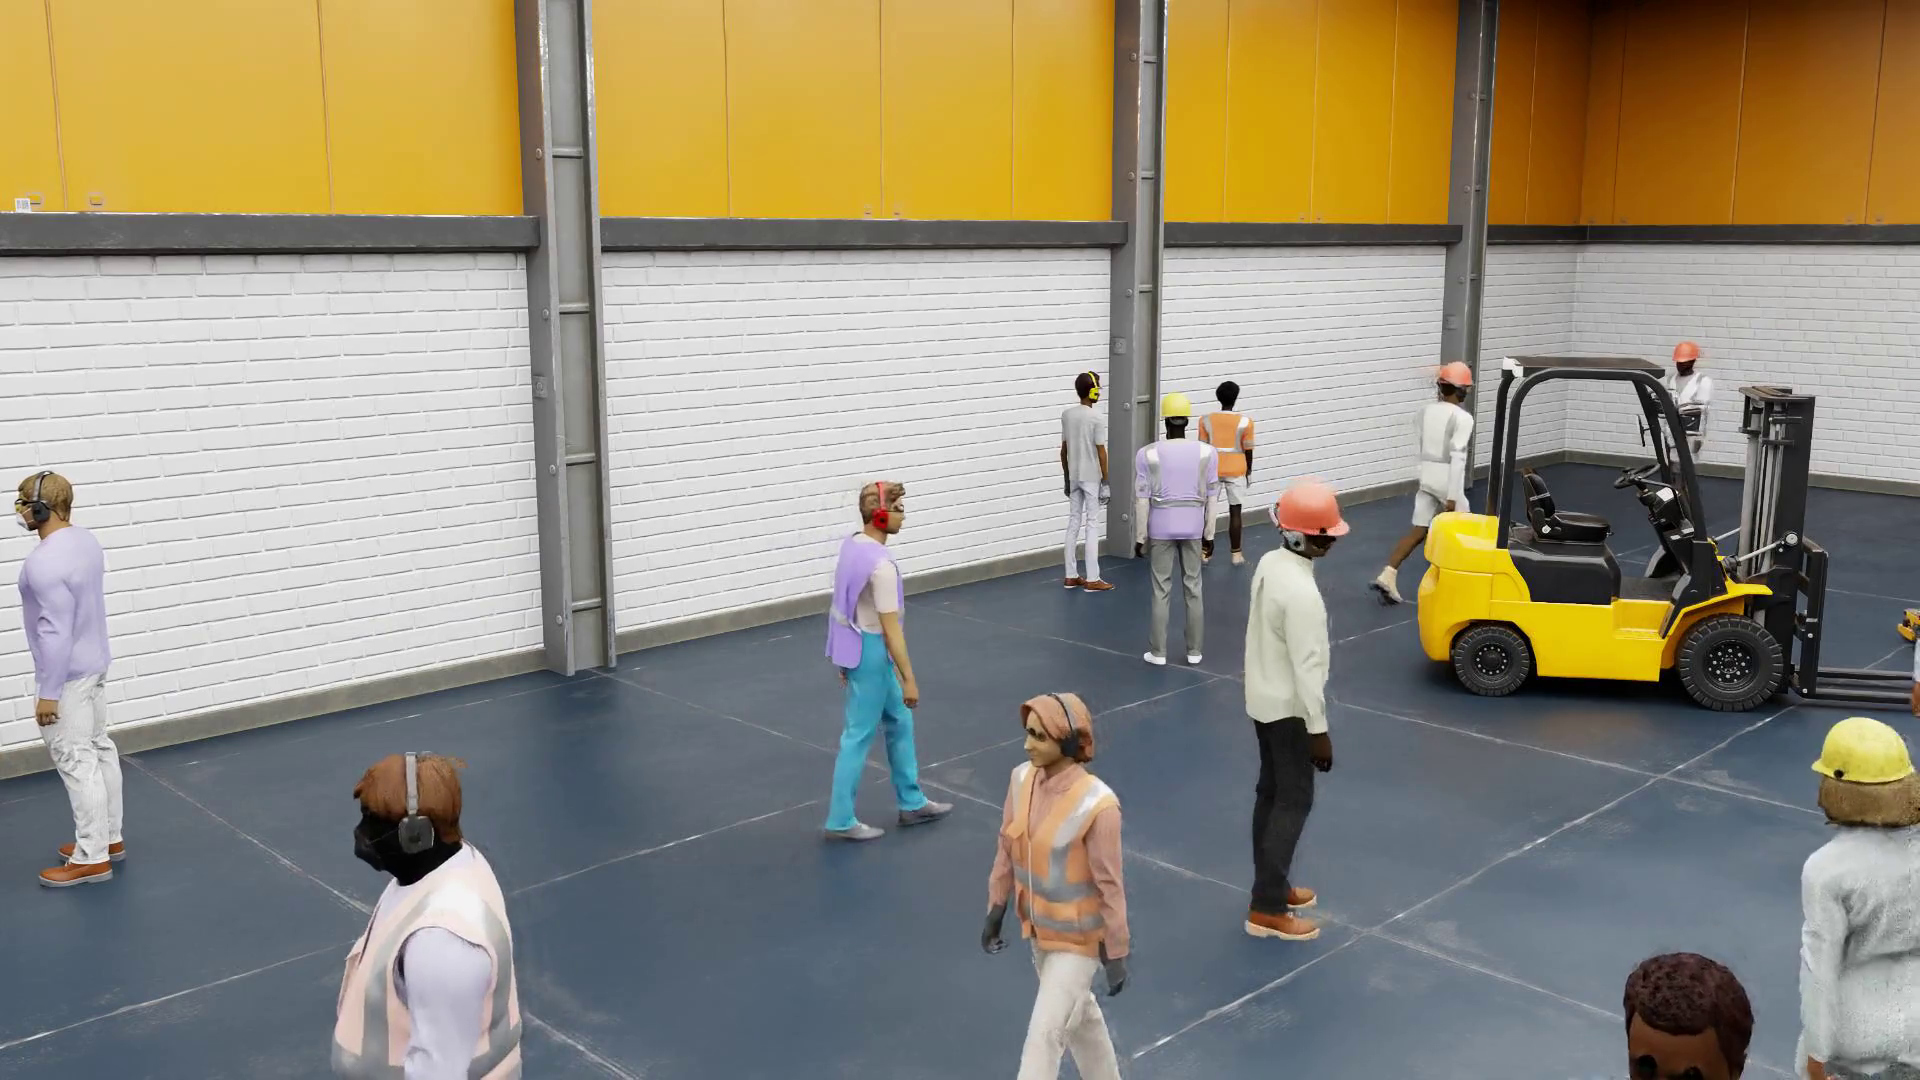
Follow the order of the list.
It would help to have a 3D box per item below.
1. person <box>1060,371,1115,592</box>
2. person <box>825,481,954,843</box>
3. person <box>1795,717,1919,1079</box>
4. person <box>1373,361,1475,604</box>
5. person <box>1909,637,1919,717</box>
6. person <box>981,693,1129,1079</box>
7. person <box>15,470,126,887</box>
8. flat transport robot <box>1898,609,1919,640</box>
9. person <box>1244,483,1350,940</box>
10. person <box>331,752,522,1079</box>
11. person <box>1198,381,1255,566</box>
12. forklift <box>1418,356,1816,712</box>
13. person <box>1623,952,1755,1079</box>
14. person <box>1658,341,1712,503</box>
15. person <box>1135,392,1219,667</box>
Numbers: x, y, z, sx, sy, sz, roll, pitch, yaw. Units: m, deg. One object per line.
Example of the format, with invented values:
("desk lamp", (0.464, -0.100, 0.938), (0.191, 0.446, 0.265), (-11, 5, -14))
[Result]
("person", (1.077, -0.495, 14.115), (0.328, 1.870, 0.513), (-10, 14, -43))
("person", (-0.316, 0.606, 8.248), (0.837, 1.810, 0.592), (-3, 11, -18))
("person", (2.533, 1.341, 4.525), (0.501, 1.708, 0.784), (-1, 10, -6))
("person", (3.859, -0.455, 13.549), (1.003, 2.002, 0.618), (-5, 12, -26))
("person", (4.664, 0.675, 7.562), (0.551, 1.929, 0.657), (-7, 13, -35))
("person", (0.267, 1.262, 5.290), (0.838, 1.591, 0.530), (-6, 12, -29))
("person", (-4.155, 0.637, 7.749), (0.357, 1.938, 0.637), (-2, 11, -11))
("flat transport robot", (7.259, 0.731, 11.781), (0.652, 0.197, 1.431), (2, 10, 10))
("person", (1.413, 0.729, 7.197), (0.451, 1.963, 0.659), (-1, 10, -6))
("person", (-1.201, 1.384, 4.018), (0.796, 1.816, 0.633), (-4, 11, -20))
("person", (2.433, -0.608, 15.224), (0.524, 1.690, 0.320), (3, 11, 17))
("forklift", (4.276, -0.101, 11.076), (2.313, 2.155, 1.214), (2, 11, 13))
("person", (1.125, 1.587, 2.763), (0.621, 1.865, 0.996), (8, 13, 38))
("person", (7.576, -1.128, 17.465), (0.407, 1.912, 0.542), (-7, 12, -33))
("person", (1.501, -0.066, 11.614), (0.585, 1.928, 0.366), (-1, 10, -5))
